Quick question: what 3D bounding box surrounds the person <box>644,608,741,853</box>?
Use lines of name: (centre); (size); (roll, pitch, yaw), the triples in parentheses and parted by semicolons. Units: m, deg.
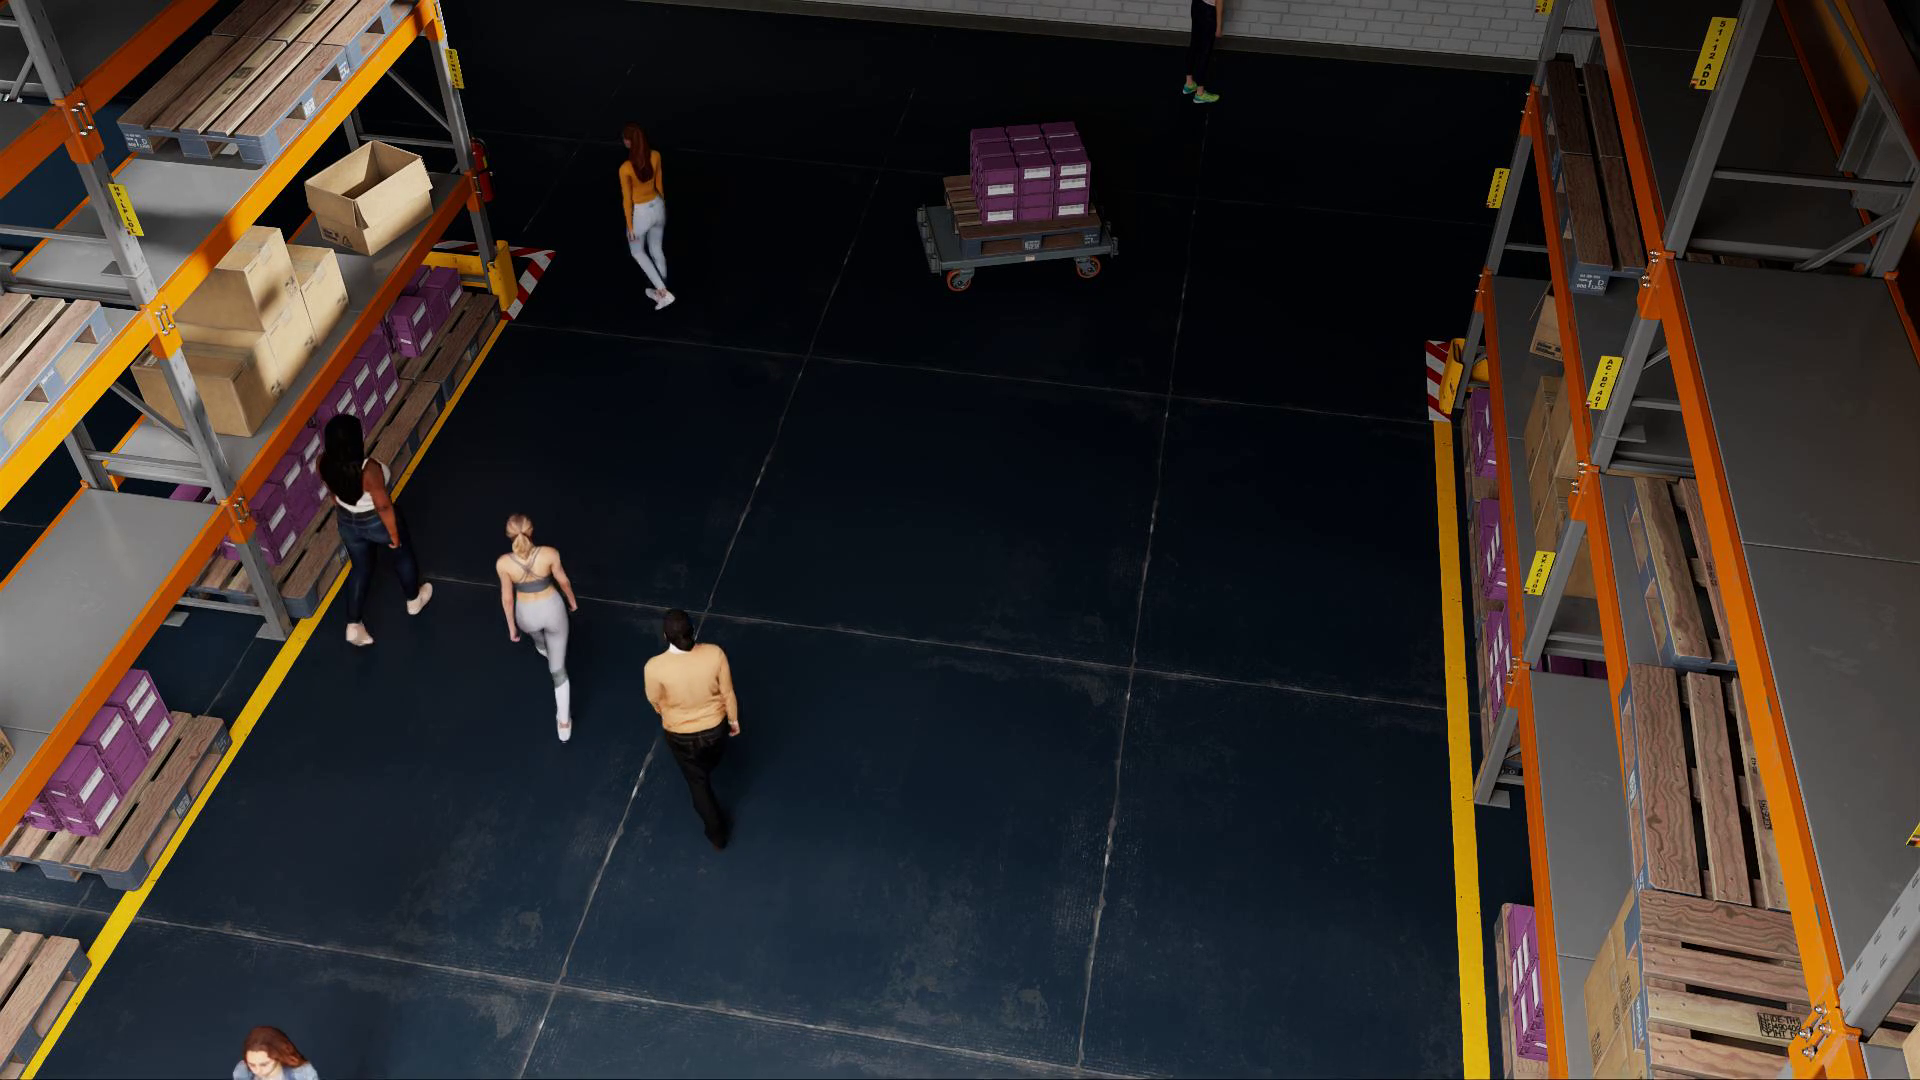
person: (-1.529, 1.153, 9.738); (1.050, 1.713, 1.205); (-18, 46, -18)

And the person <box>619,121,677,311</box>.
person: (-2.511, -2.616, 13.672); (0.832, 1.742, 0.873); (-32, 52, -29)

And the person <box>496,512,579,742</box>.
person: (-2.605, 0.554, 10.409); (0.890, 1.655, 1.204); (-9, 44, -9)

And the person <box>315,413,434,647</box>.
person: (-3.935, -0.037, 10.933); (0.658, 1.787, 1.034); (9, 44, 10)

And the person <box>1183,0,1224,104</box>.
person: (2.411, -5.154, 16.366); (0.738, 1.702, 0.640); (-17, 46, -17)

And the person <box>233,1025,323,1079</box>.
person: (-3.259, 2.792, 8.203); (0.632, 1.456, 0.965); (2, 44, 2)
